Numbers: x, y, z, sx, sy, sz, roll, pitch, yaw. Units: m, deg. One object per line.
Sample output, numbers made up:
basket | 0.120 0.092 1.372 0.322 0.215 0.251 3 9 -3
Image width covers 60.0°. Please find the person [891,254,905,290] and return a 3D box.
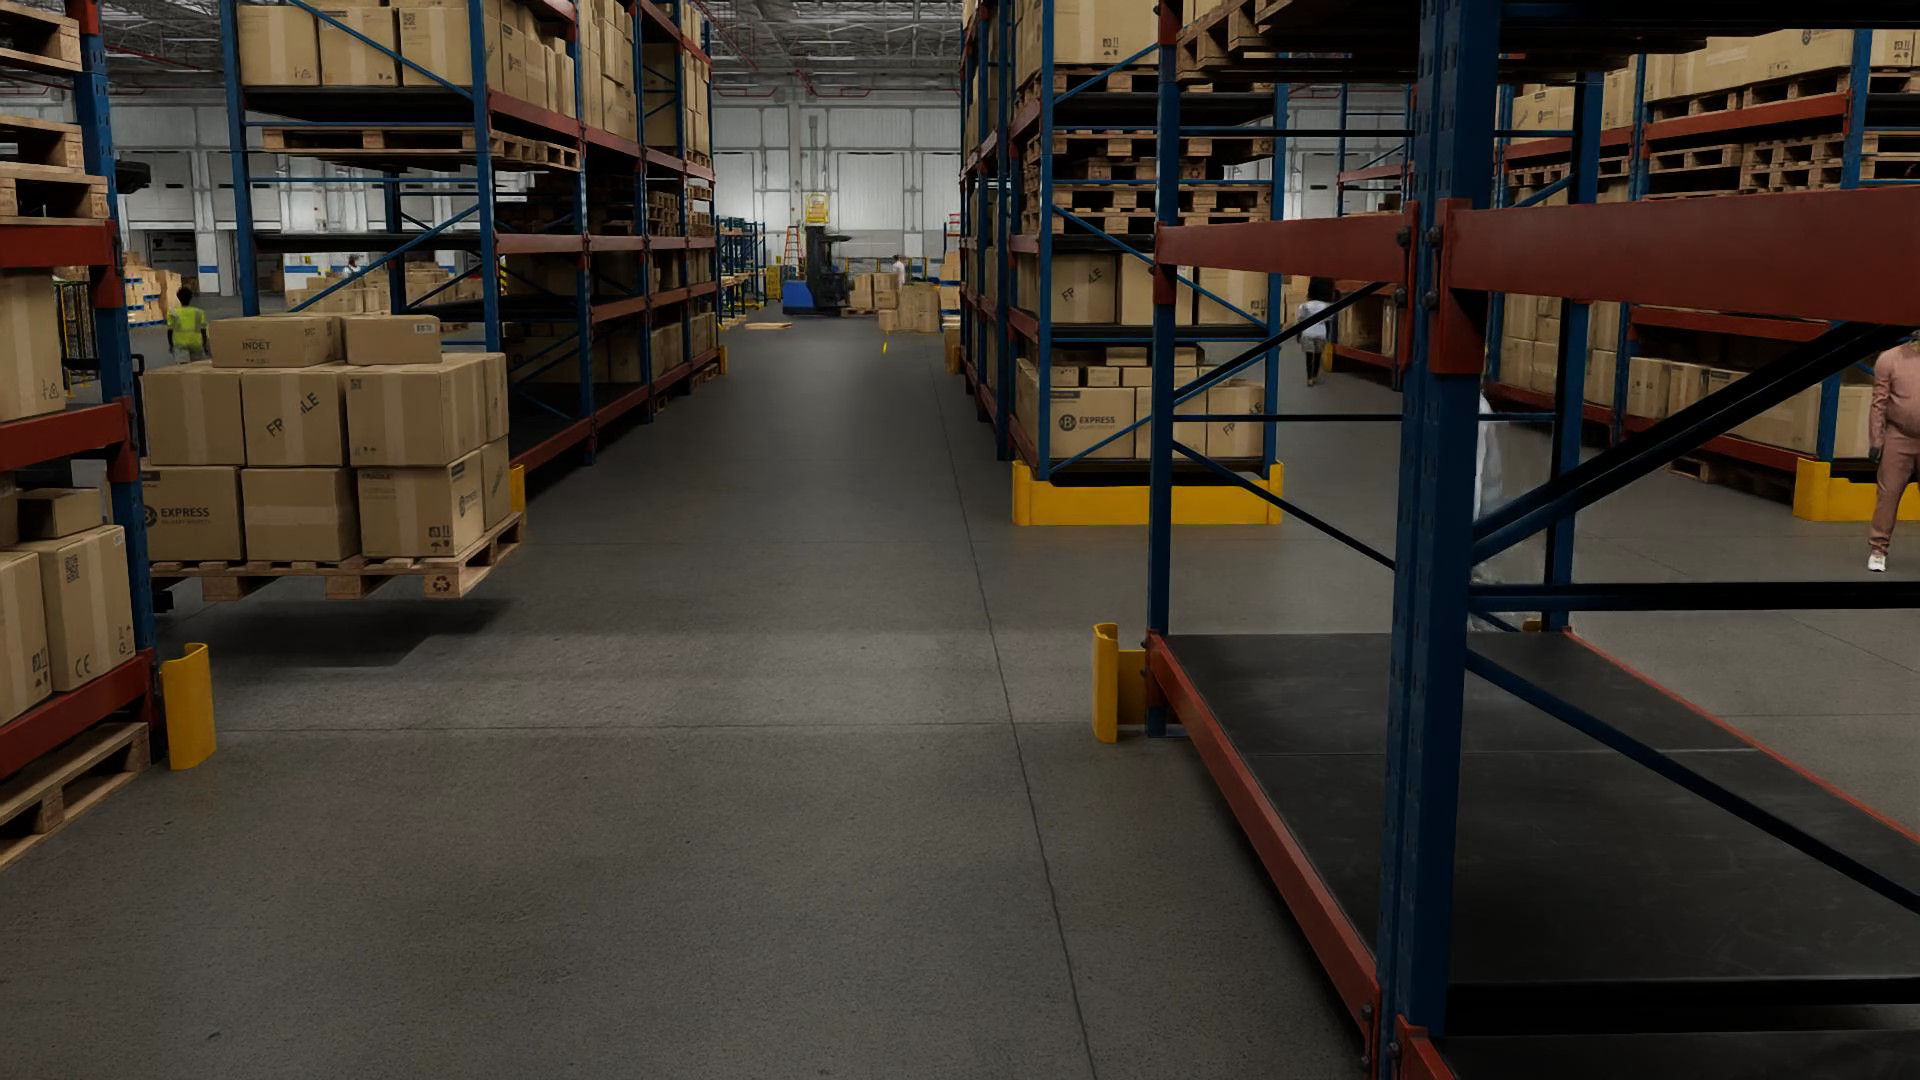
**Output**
person | -2.250 -8.904 57.463 0.878 1.901 0.628 3 11 18

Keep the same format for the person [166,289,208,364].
person | -11.469 -2.899 24.700 0.540 1.652 0.857 -6 12 -30

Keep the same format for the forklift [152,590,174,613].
forklift | -5.858 -0.811 9.639 1.873 2.768 1.129 -1 10 -3

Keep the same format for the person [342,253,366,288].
person | -16.765 -6.984 46.366 0.900 2.000 0.713 6 12 31

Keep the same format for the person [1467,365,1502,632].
person | 2.730 -0.174 9.073 0.437 1.807 0.693 3 11 18

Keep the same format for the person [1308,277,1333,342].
person | 8.266 -5.496 38.217 0.399 1.991 0.625 -10 14 -43

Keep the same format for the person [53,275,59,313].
person | -20.377 -5.254 36.980 0.695 1.946 0.610 7 12 33

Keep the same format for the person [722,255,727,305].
person | -8.753 -9.601 61.517 0.429 1.838 0.622 -5 11 -25

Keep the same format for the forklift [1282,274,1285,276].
forklift | 12.251 -10.249 62.214 1.129 2.768 1.873 0 10 -2

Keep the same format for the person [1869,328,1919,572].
person | 6.767 -0.694 11.737 0.641 1.899 0.398 5 11 24

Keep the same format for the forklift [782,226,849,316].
forklift | -4.543 -8.410 51.974 1.873 2.768 1.129 3 11 15

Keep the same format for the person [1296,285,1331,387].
person | 5.742 -3.319 27.056 0.535 1.644 0.904 0 10 0

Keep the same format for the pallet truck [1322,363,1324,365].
pallet truck | 7.712 -4.157 30.737 1.885 1.965 0.823 3 11 16
